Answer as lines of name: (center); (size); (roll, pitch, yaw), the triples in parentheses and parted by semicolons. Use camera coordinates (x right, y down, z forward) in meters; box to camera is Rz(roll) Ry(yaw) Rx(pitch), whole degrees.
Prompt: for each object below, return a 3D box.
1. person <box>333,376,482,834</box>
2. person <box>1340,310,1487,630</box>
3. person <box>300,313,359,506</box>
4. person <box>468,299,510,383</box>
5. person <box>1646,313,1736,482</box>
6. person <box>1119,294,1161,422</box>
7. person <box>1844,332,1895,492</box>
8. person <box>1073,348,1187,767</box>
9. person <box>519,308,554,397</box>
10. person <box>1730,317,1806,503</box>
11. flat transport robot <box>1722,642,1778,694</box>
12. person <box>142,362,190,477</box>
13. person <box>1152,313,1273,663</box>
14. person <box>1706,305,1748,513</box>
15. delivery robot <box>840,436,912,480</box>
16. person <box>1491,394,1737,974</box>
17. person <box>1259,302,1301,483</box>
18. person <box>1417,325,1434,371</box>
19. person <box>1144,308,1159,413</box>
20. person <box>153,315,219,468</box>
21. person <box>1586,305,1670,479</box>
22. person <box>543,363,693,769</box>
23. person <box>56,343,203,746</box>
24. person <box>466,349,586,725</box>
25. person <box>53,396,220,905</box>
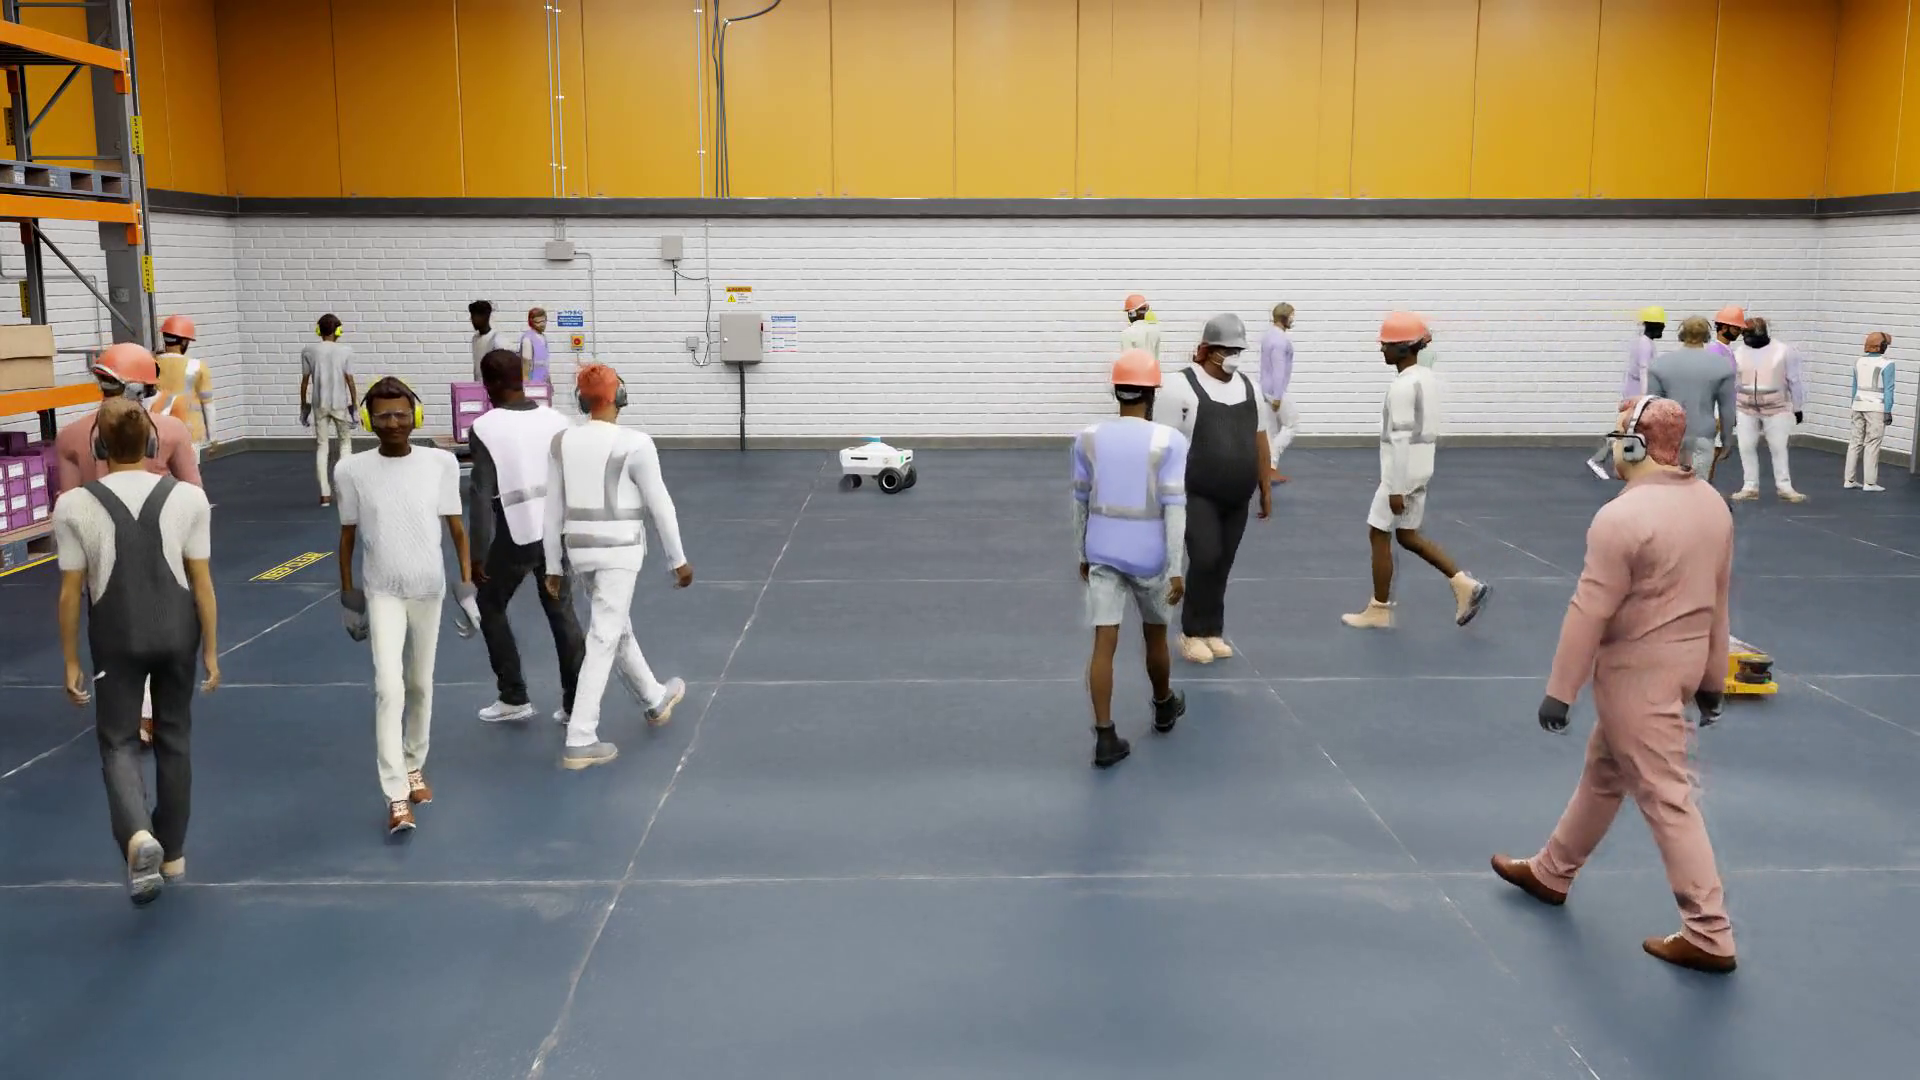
person: (-2.237, 0.258, 6.791); (0.516, 1.830, 0.931); (-5, 10, -28)
person: (2.829, -0.409, 10.299); (0.788, 2.020, 0.622); (6, 11, 32)
person: (-6.095, -1.260, 16.059); (0.555, 1.839, 0.573); (-2, 10, -14)
person: (-5.024, -1.620, 17.992); (0.562, 1.930, 0.624); (-8, 13, -42)
person: (5.665, -0.796, 12.945); (0.653, 1.926, 0.572); (5, 10, 27)
person: (1.979, -1.747, 18.576); (0.609, 1.992, 0.383); (-9, 13, -44)
person: (9.301, -1.308, 16.992); (0.315, 1.629, 0.508); (-2, 10, -13)
person: (0.824, 0.054, 7.820); (0.574, 1.891, 0.949); (4, 10, 23)
person: (-4.931, -1.785, 19.336); (0.422, 1.824, 0.698); (1, 9, 3)
person: (7.849, -1.253, 16.148); (0.776, 1.803, 0.448); (8, 12, 40)
flat transport robot: (3.978, 0.607, 9.401); (0.652, 0.197, 1.431); (0, 9, 2)
person: (-5.997, -0.561, 12.363); (0.540, 1.647, 0.901); (0, 9, 1)
person: (1.497, -0.300, 9.552); (0.715, 2.000, 0.599); (-5, 10, -26)
person: (7.009, -1.187, 15.324); (0.363, 1.933, 0.543); (5, 11, 29)
delivery robot: (-0.859, -0.816, 16.973); (0.707, 0.478, 0.477); (3, 10, 16)
person: (2.232, 0.444, 5.557); (0.669, 1.851, 0.989); (-7, 12, -38)
person: (3.359, -1.537, 17.506); (0.432, 1.922, 0.624); (-1, 9, -5)
person: (5.354, -1.720, 19.562); (0.493, 1.617, 0.502); (-2, 10, -14)
person: (2.127, -1.897, 20.072); (0.771, 1.806, 0.598); (-1, 9, -4)
person: (-6.221, -0.837, 13.274); (0.557, 1.893, 0.753); (-1, 9, -6)
person: (7.245, -1.566, 17.794); (0.944, 1.892, 0.601); (4, 10, 22)
person: (-1.602, 0.087, 7.823); (0.603, 1.815, 1.018); (5, 11, 28)
person: (-4.009, 0.002, 8.093); (0.592, 1.911, 1.081); (-1, 9, -6)
person: (-2.161, 0.004, 8.190); (0.756, 1.869, 0.737); (7, 11, 35)
person: (-2.910, 0.401, 5.939); (0.514, 1.824, 0.705); (-6, 11, -32)
